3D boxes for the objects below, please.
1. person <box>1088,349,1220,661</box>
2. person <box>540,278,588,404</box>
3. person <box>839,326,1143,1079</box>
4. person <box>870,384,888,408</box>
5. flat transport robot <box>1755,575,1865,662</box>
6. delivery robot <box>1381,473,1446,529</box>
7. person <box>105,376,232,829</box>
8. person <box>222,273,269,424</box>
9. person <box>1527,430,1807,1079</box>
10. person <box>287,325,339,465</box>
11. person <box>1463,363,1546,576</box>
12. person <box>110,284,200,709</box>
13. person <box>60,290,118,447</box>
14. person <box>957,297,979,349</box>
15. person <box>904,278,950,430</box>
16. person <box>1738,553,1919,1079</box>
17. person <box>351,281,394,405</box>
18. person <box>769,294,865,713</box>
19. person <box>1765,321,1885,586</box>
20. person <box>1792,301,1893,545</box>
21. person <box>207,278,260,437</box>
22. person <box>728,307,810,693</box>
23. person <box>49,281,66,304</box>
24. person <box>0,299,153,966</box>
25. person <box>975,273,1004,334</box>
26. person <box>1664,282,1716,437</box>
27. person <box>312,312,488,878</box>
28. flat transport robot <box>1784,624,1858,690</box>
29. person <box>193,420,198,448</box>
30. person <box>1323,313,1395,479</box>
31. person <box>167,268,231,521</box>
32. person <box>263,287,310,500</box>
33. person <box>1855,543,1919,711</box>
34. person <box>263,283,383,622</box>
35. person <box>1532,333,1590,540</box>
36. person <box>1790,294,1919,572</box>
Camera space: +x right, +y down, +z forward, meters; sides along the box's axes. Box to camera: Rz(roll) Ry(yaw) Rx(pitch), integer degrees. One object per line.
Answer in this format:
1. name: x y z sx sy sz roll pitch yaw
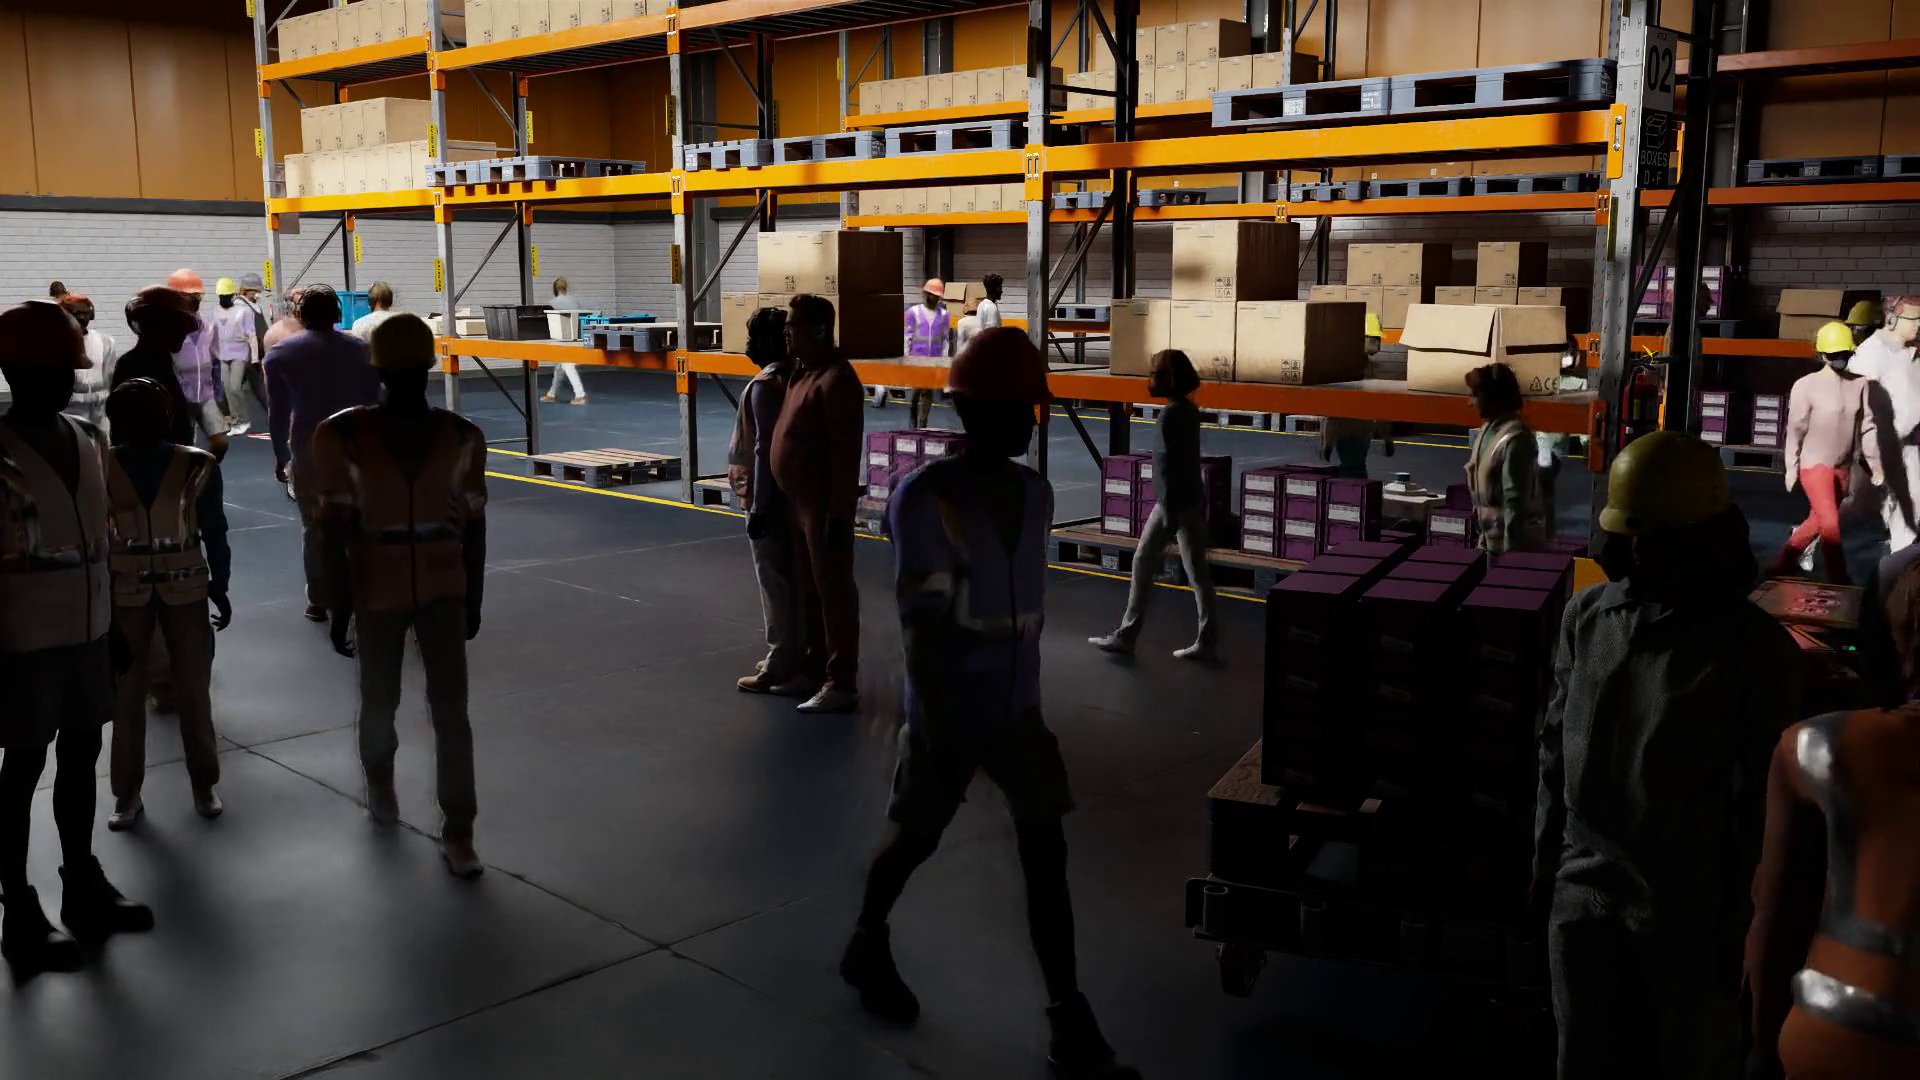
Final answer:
1. person: 1.021 -0.177 8.605 0.768 1.597 0.530 5 10 26
2. person: -5.956 -2.975 24.942 1.005 1.891 0.644 5 11 30
3. person: 0.026 0.400 4.253 0.549 1.893 1.006 -7 12 -38
4. person: -1.172 -2.755 23.993 0.537 1.746 0.650 -5 11 -28
5. flat transport robot: 4.673 0.413 9.090 0.652 0.197 1.431 6 11 34
6. delivery robot: 3.175 -0.242 11.950 0.477 0.478 0.707 -7 12 -36
7. person: -2.932 0.224 6.068 0.518 1.638 0.315 -4 10 -23
8. person: -9.156 -2.492 21.491 1.041 2.000 0.749 -2 9 -10
9. person: 1.276 0.657 3.116 0.311 1.736 0.483 -7 12 -37
10. person: -6.208 -1.465 15.960 0.586 1.787 0.989 -8 12 -39
11. person: 2.358 0.026 7.367 0.763 1.593 0.602 -1 9 -4
12. person: -3.765 -0.206 7.782 0.393 1.948 0.721 -1 9 -9
13. person: -6.613 -0.932 12.457 0.541 1.867 0.614 7 12 38
14. person: 0.184 -2.574 23.271 0.493 1.625 0.281 -4 10 -24
15. person: -0.395 -2.207 20.131 0.582 1.909 0.457 -3 10 -16
16. person: 1.459 0.819 2.516 0.514 1.605 0.567 8 12 41
17. person: -5.085 -1.346 14.849 0.690 1.917 0.634 7 12 38
18. person: -0.670 -0.167 7.645 0.401 1.910 0.642 -4 10 -22
19. person: 5.192 -0.459 9.991 0.581 1.723 0.835 -3 10 -19
20. person: 6.703 -0.870 12.313 0.604 1.795 0.910 -7 12 -38
21. person: -8.789 -2.188 19.998 0.598 1.909 0.487 3 10 18
22. person: -0.893 -0.190 7.986 0.429 1.842 0.634 2 9 10
23. person: -13.007 -2.819 24.095 0.517 1.843 0.325 -3 10 -20
24. person: -2.665 0.265 4.914 0.377 1.932 0.552 3 10 16
25. person: 0.377 -2.349 20.838 0.363 1.963 0.612 -2 9 -12
26. person: 6.535 -1.402 15.229 0.811 1.913 0.551 5 11 29
27. person: -1.923 0.151 5.767 0.583 1.887 0.913 -5 11 -28
28. flat transport robot: 3.604 0.552 8.236 1.431 0.197 0.652 1 9 7
29. person: -8.366 -1.773 17.719 0.652 1.831 0.462 -8 12 -41
30. person: 2.788 -0.704 11.534 0.540 1.717 0.916 -9 13 -43
31. person: -6.105 -1.133 13.198 0.433 2.027 0.623 6 11 33
32. person: -5.565 -1.193 14.046 0.794 1.884 0.654 6 11 33
33. person: 1.874 0.622 2.929 0.599 1.881 0.903 4 10 26
34. person: -3.634 -0.497 9.571 0.629 1.939 0.372 -4 10 -21
35. person: 4.067 -0.613 11.340 0.507 1.589 0.807 -4 10 -21
36. person: 5.853 -0.640 10.654 0.648 1.873 0.839 -7 11 -35
